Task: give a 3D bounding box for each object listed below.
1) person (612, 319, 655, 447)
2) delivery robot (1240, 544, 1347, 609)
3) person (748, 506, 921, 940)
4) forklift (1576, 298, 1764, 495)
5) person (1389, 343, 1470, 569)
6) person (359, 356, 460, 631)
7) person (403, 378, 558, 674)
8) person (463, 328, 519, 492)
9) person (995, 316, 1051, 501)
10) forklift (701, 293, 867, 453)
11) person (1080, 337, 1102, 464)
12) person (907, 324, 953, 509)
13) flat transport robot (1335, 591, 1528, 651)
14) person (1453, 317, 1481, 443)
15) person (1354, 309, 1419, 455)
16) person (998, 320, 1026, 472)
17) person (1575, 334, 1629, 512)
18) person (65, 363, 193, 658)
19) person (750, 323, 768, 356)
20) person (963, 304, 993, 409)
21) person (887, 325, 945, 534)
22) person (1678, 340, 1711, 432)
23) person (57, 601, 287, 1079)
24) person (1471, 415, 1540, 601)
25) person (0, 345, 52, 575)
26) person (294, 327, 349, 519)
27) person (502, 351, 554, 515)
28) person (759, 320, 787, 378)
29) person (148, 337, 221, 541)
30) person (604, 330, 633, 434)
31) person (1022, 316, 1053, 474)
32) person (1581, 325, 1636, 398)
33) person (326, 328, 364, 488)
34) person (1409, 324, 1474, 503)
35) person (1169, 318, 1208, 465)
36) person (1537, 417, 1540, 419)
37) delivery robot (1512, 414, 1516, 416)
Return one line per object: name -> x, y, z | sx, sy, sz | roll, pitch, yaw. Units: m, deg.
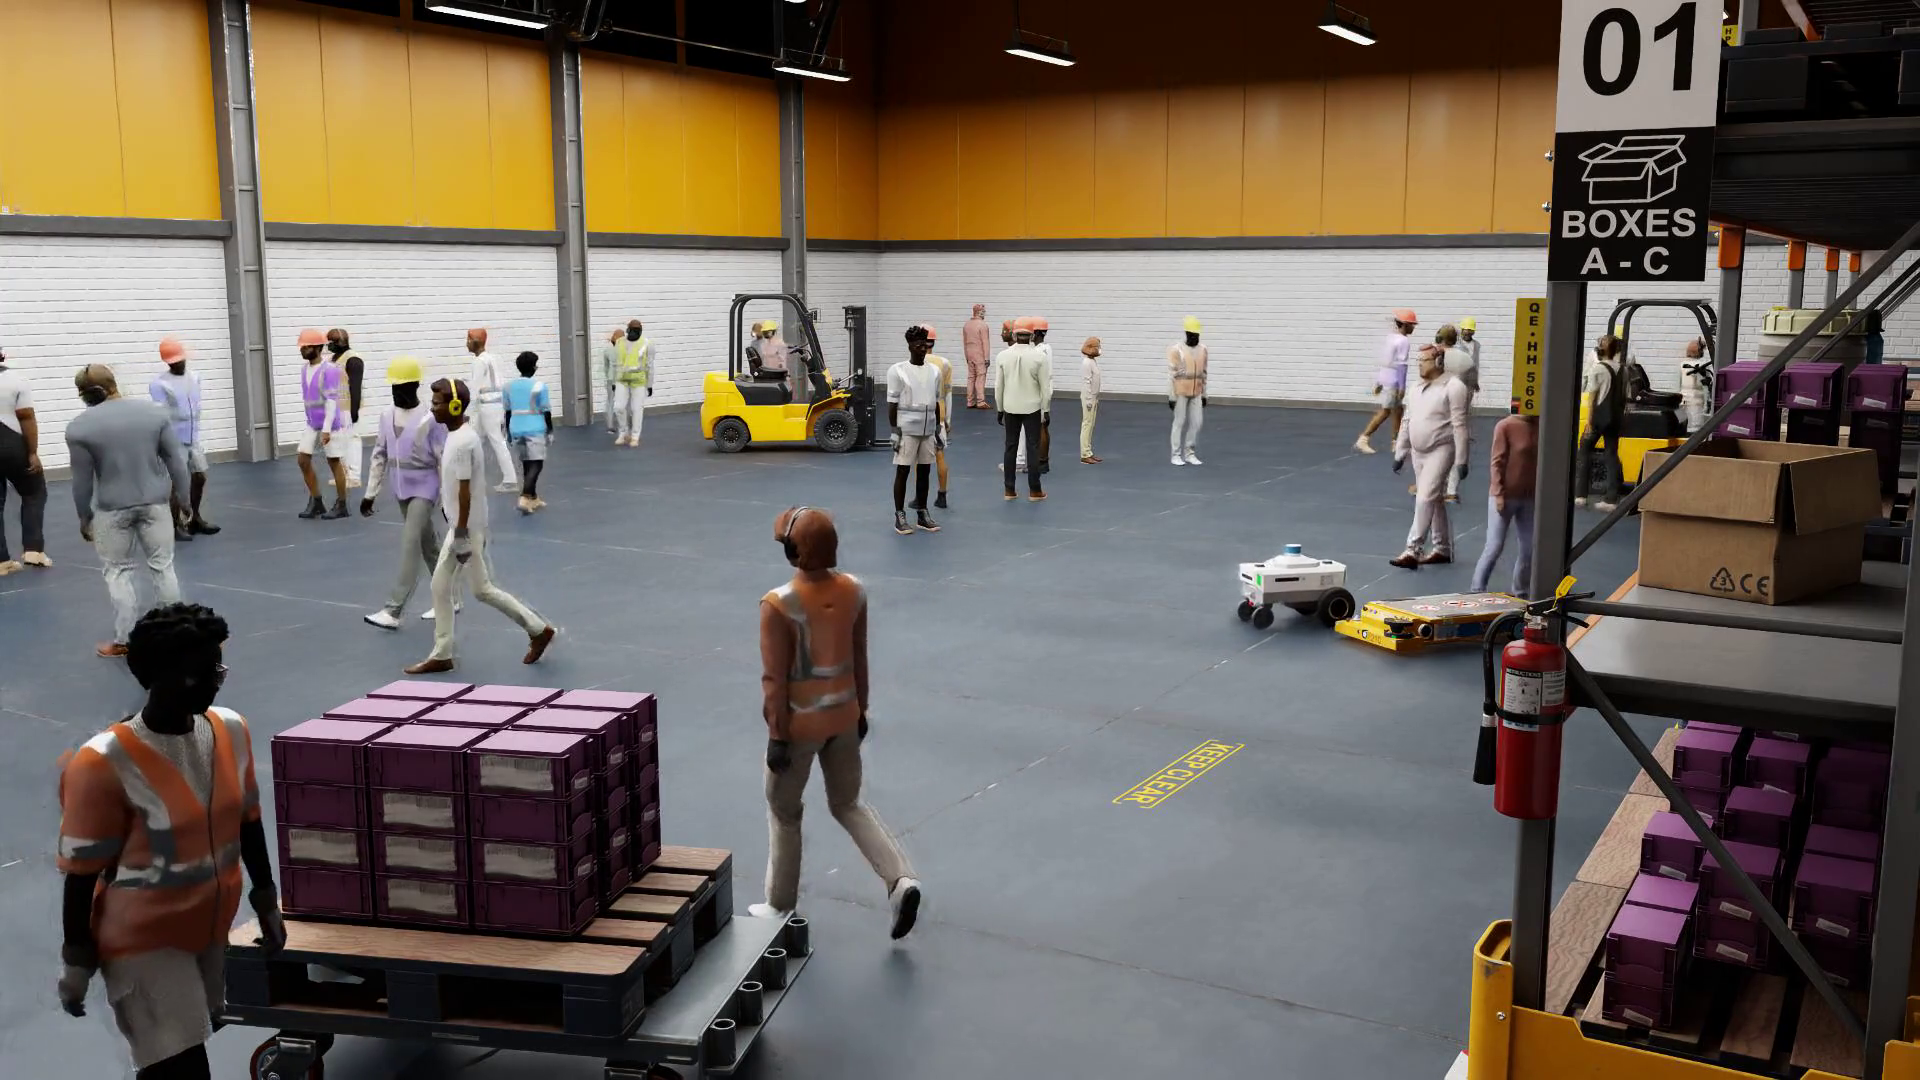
person -> -4.626, -2.211, 23.562 | 0.660, 1.813, 0.436 | 1, 9, 8
delivery robot -> 2.332, 0.272, 11.657 | 0.707, 0.478, 0.477 | -2, 9, -14
person -> -0.484, 0.684, 6.087 | 0.703, 1.617, 0.525 | 8, 12, 42
forklift -> 7.954, -1.589, 18.462 | 2.313, 2.155, 1.214 | 5, 11, 30
person -> 3.825, -0.690, 13.842 | 0.883, 1.871, 0.685 | -4, 10, -23
person -> -3.857, -0.325, 11.526 | 0.616, 1.876, 0.959 | 6, 11, 31
person -> -2.969, -0.084, 10.230 | 0.877, 1.835, 0.510 | -4, 10, -22
person -> -5.416, -1.440, 18.608 | 0.937, 1.837, 0.598 | -1, 9, -9
person -> 0.689, -1.417, 18.008 | 0.624, 1.993, 0.388 | 3, 10, 19
forklift -> -2.458, -2.344, 23.176 | 2.313, 2.155, 1.214 | 0, 9, -2
person -> 1.703, -1.806, 21.552 | 0.286, 1.636, 0.497 | 2, 9, 14
person -> -0.354, -1.284, 17.367 | 0.551, 1.932, 0.378 | -4, 10, -25
flat transport robot -> 3.313, 0.531, 11.212 | 1.431, 0.197, 0.652 | -4, 10, -23
person -> 7.294, -2.303, 24.056 | 0.591, 1.829, 0.404 | -4, 10, -26
person -> 5.793, -2.143, 22.622 | 0.887, 1.995, 0.630 | -1, 9, -4
person -> 0.663, -1.781, 20.625 | 0.346, 1.882, 0.578 | -1, 9, -4
person -> 6.625, -1.220, 17.304 | 0.553, 1.820, 0.742 | -3, 10, -20
person -> -5.258, -0.185, 10.679 | 0.794, 1.899, 0.365 | -7, 11, -37
person -> -3.369, -2.955, 28.758 | 0.520, 1.617, 0.550 | 7, 12, 38
person -> 0.345, -3.319, 30.156 | 0.407, 1.906, 0.655 | -7, 11, -37
person -> -0.413, -1.046, 15.781 | 0.603, 1.967, 0.366 | -6, 11, -35
person -> 9.249, -1.727, 21.076 | 0.583, 1.621, 0.528 | -2, 9, -14
person -> -1.846, 0.976, 4.081 | 0.795, 1.655, 0.546 | 3, 10, 18
person -> 3.921, -0.289, 11.743 | 0.618, 1.743, 0.480 | -4, 10, -24
person -> -7.847, -0.737, 13.620 | 0.705, 2.000, 0.592 | 0, 9, -2
person -> -6.387, -1.143, 16.517 | 0.549, 1.917, 0.624 | 5, 11, 30
person -> -4.416, -1.098, 17.018 | 0.540, 1.675, 0.700 | 3, 10, 18
person -> -2.869, -2.473, 25.332 | 0.561, 1.747, 0.400 | 7, 12, 39
person -> -7.125, -0.922, 15.249 | 0.498, 1.887, 0.626 | 4, 10, 21
person -> -5.257, -2.449, 25.708 | 0.516, 1.579, 0.869 | 2, 9, 15
person -> 0.951, -1.778, 20.440 | 0.360, 1.938, 0.545 | 2, 9, 14
person -> 8.214, -1.828, 21.177 | 0.685, 1.801, 0.561 | 4, 10, 21
person -> -7.104, -1.520, 19.173 | 0.429, 1.833, 0.630 | -9, 13, -44
person -> 5.211, -1.377, 18.036 | 0.653, 1.901, 0.868 | -2, 9, -11
person -> 2.923, -1.885, 21.257 | 0.609, 1.896, 0.530 | -5, 10, -27
person -> 8.381, -2.255, 23.531 | 0.639, 1.903, 0.409 | 4, 10, 25
delivery robot -> 8.917, -2.003, 25.852 | 0.707, 0.478, 0.477 | -6, 11, -30
